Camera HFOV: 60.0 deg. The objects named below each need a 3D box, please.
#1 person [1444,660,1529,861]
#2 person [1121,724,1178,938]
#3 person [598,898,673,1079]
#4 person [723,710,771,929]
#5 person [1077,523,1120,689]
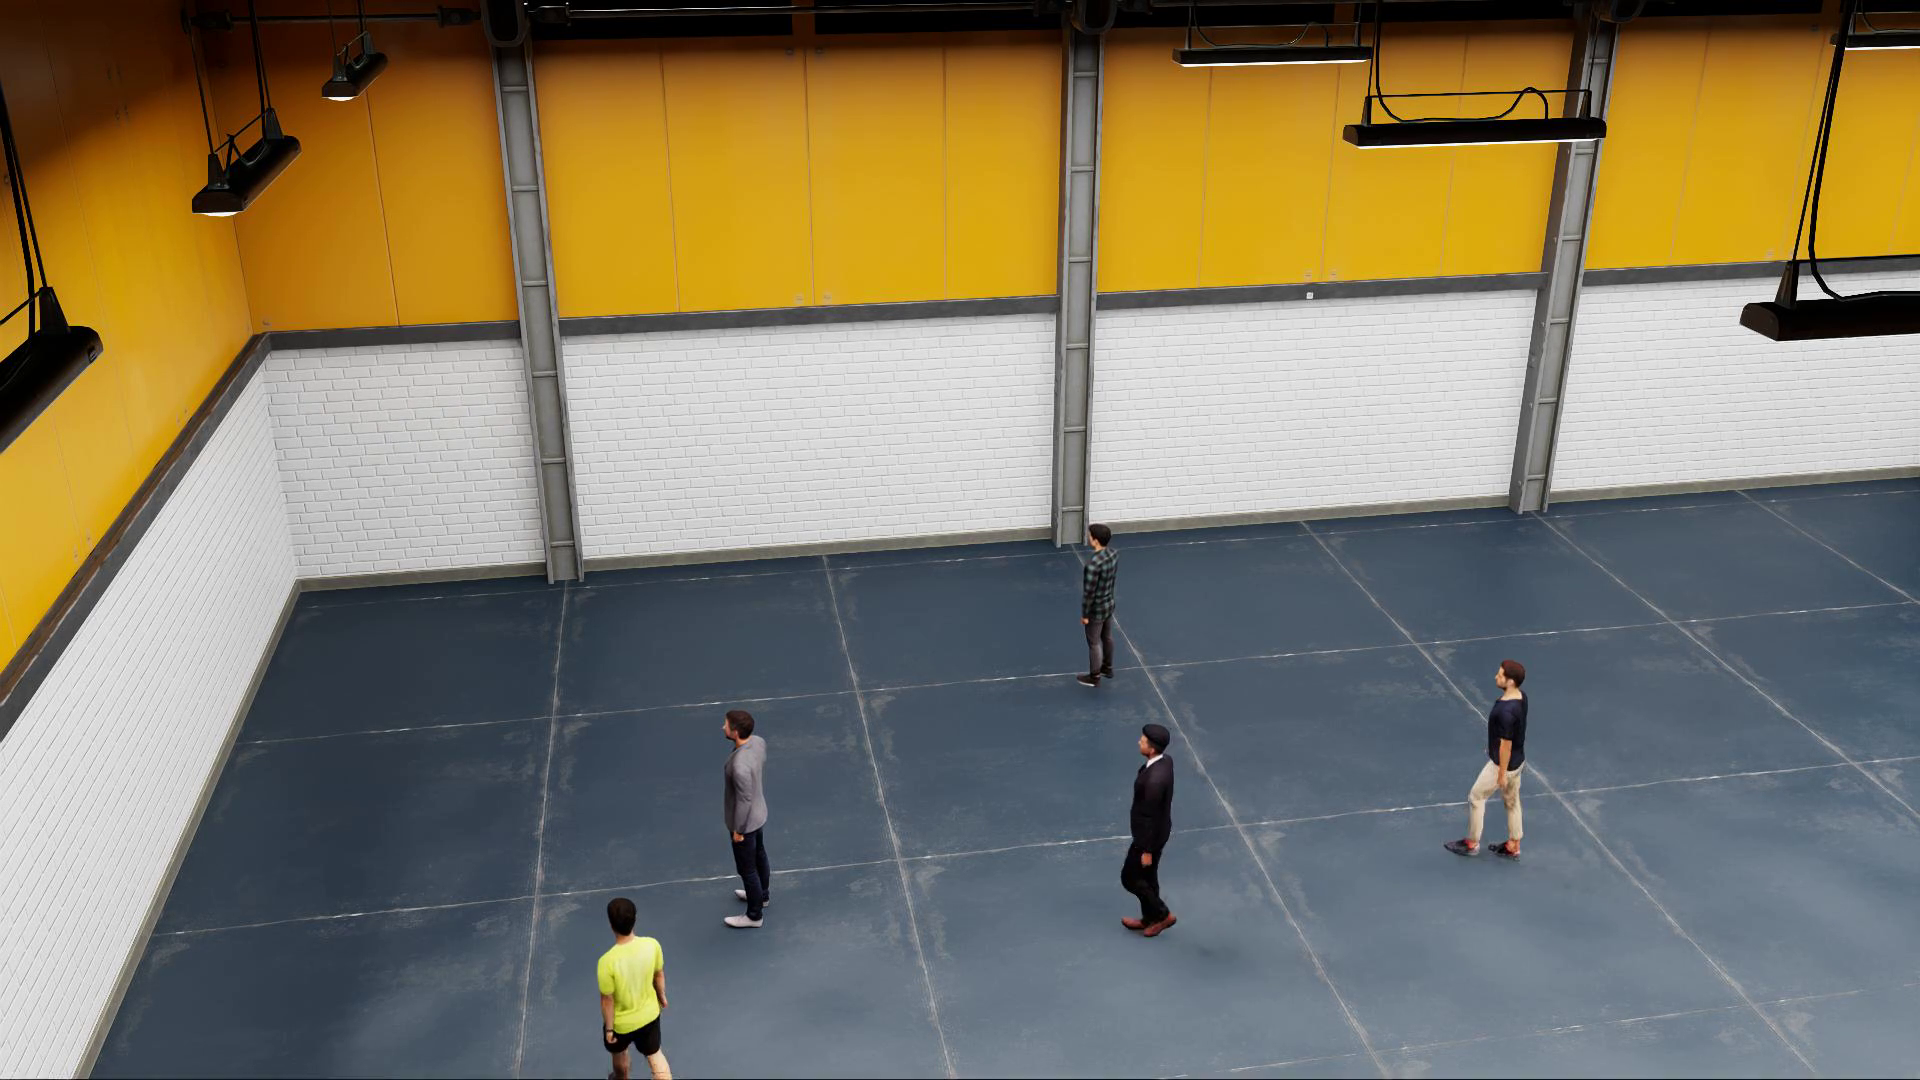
[{"bbox_3d":[4.602,1.860,13.765,0.978,1.831,0.912,15,28,31],"label":"person"},{"bbox_3d":[1.554,2.267,12.779,0.860,1.874,0.852,6,24,14],"label":"person"},{"bbox_3d":[-2.124,3.154,10.991,1.101,1.681,0.988,-15,28,-31],"label":"person"},{"bbox_3d":[-1.670,2.159,13.028,0.714,1.873,0.760,3,24,8],"label":"person"},{"bbox_3d":[1.374,0.620,16.390,0.763,1.713,0.719,16,29,33],"label":"person"}]
